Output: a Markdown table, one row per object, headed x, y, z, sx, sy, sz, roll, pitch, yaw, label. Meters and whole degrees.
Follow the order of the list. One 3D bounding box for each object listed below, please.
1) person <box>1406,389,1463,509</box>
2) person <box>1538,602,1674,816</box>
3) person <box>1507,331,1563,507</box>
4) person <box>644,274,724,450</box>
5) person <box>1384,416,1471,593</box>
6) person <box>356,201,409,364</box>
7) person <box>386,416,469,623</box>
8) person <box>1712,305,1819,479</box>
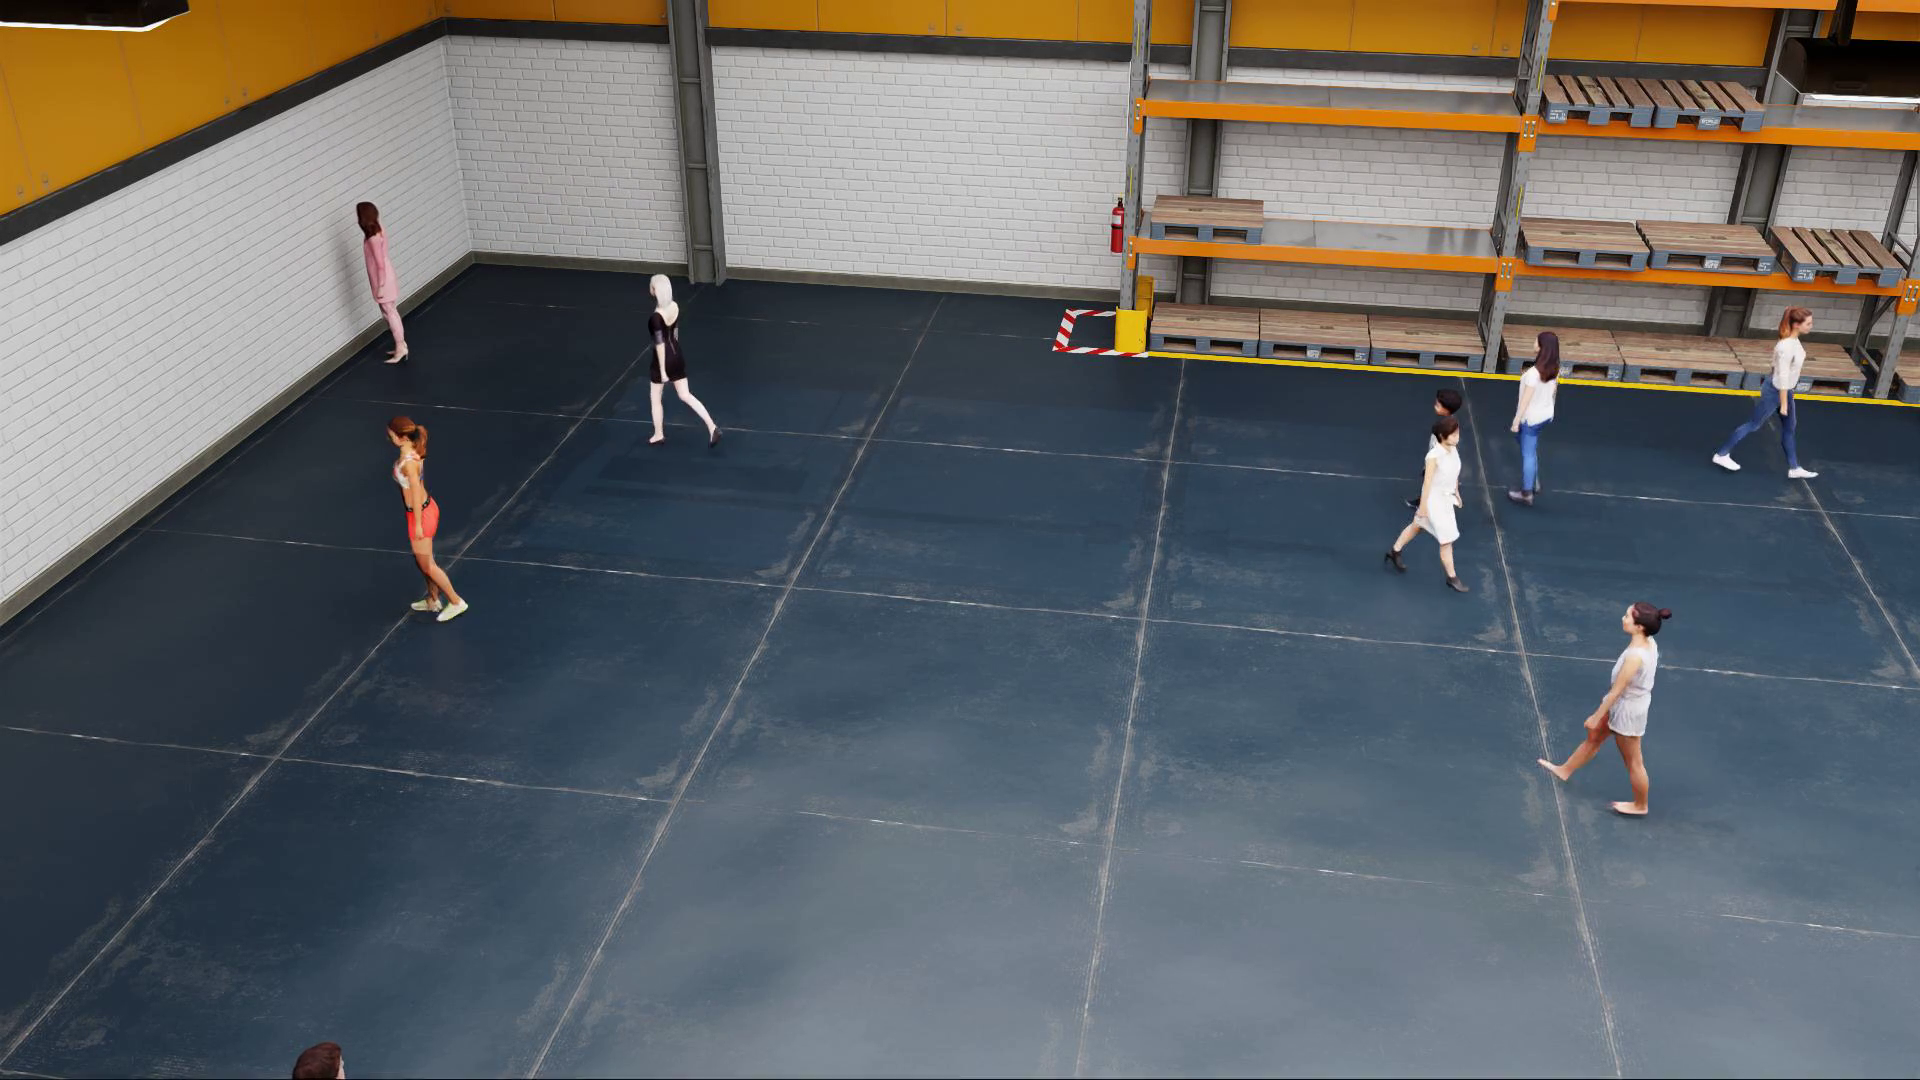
| x | y | z | sx | sy | sz | roll | pitch | yaw | label |
| --- | --- | --- | --- | --- | --- | --- | --- | --- | --- |
| 4.373 | -0.754 | 14.896 | 0.674 | 1.247 | 0.592 | 13 | 31 | 22 | person |
| 4.513 | 1.157 | 11.046 | 1.076 | 1.580 | 0.811 | 15 | 32 | 25 | person |
| 5.260 | -1.046 | 14.987 | 0.731 | 1.673 | 0.775 | -22 | 36 | -34 | person |
| -2.712 | -1.673 | 16.002 | 1.165 | 1.801 | 0.805 | 14 | 31 | 23 | person |
| 3.890 | -0.334 | 13.849 | 1.071 | 1.513 | 0.792 | 18 | 33 | 29 | person |
| -6.265 | -2.809 | 18.085 | 0.650 | 1.801 | 0.688 | -6 | 29 | -10 | person |
| -4.295 | -0.180 | 13.280 | 0.819 | 1.787 | 0.763 | -3 | 29 | -5 | person |
| 7.546 | -1.364 | 15.571 | 1.230 | 1.671 | 0.964 | 19 | 34 | 31 | person |
